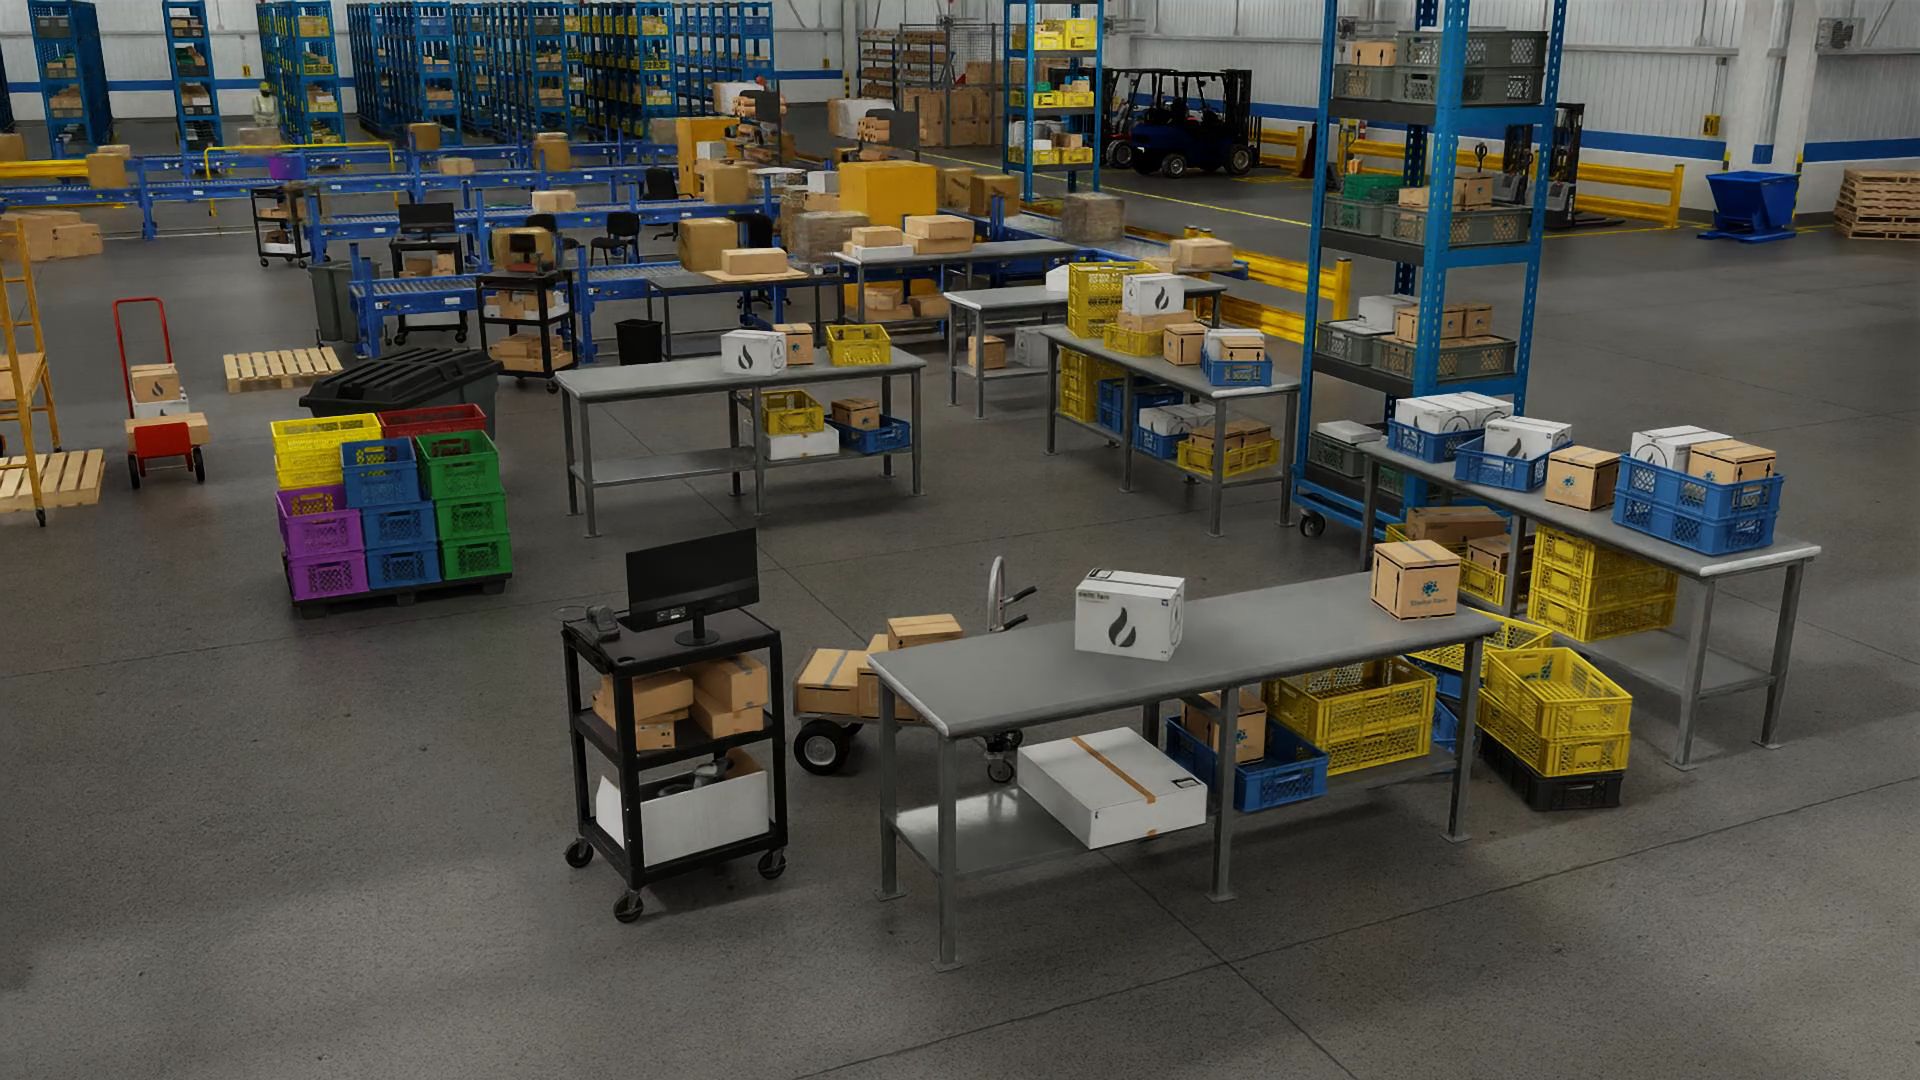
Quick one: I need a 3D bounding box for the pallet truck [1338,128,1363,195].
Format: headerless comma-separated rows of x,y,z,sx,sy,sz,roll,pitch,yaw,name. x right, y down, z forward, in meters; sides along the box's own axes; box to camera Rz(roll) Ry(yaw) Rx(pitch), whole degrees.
7.845,-7.140,31.411,1.522,1.261,0.704,-9,20,-25,pallet truck

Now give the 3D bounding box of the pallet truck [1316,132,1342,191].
7.723,-7.504,32.656,1.601,1.201,0.680,-8,19,-23,pallet truck

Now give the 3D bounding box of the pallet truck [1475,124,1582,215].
9.707,-6.455,28.103,1.885,1.965,0.823,-7,19,-20,pallet truck

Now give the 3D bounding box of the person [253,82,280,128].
-16.368,-9.899,39.309,0.585,1.790,0.946,-9,20,-27,person

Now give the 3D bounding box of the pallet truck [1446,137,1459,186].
9.184,-6.485,29.328,1.630,1.274,0.653,-8,19,-23,pallet truck

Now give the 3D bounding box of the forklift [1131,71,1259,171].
4.998,-8.936,35.413,2.680,1.987,1.157,-9,20,-25,forklift

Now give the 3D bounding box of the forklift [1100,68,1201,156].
4.082,-9.564,37.410,2.680,1.987,1.157,-8,19,-23,forklift

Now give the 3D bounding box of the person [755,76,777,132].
-4.449,-9.665,38.276,0.647,1.959,0.555,10,20,30,person

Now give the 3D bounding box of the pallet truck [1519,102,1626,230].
9.972,-6.037,26.785,1.885,1.965,0.823,-9,20,-25,pallet truck
